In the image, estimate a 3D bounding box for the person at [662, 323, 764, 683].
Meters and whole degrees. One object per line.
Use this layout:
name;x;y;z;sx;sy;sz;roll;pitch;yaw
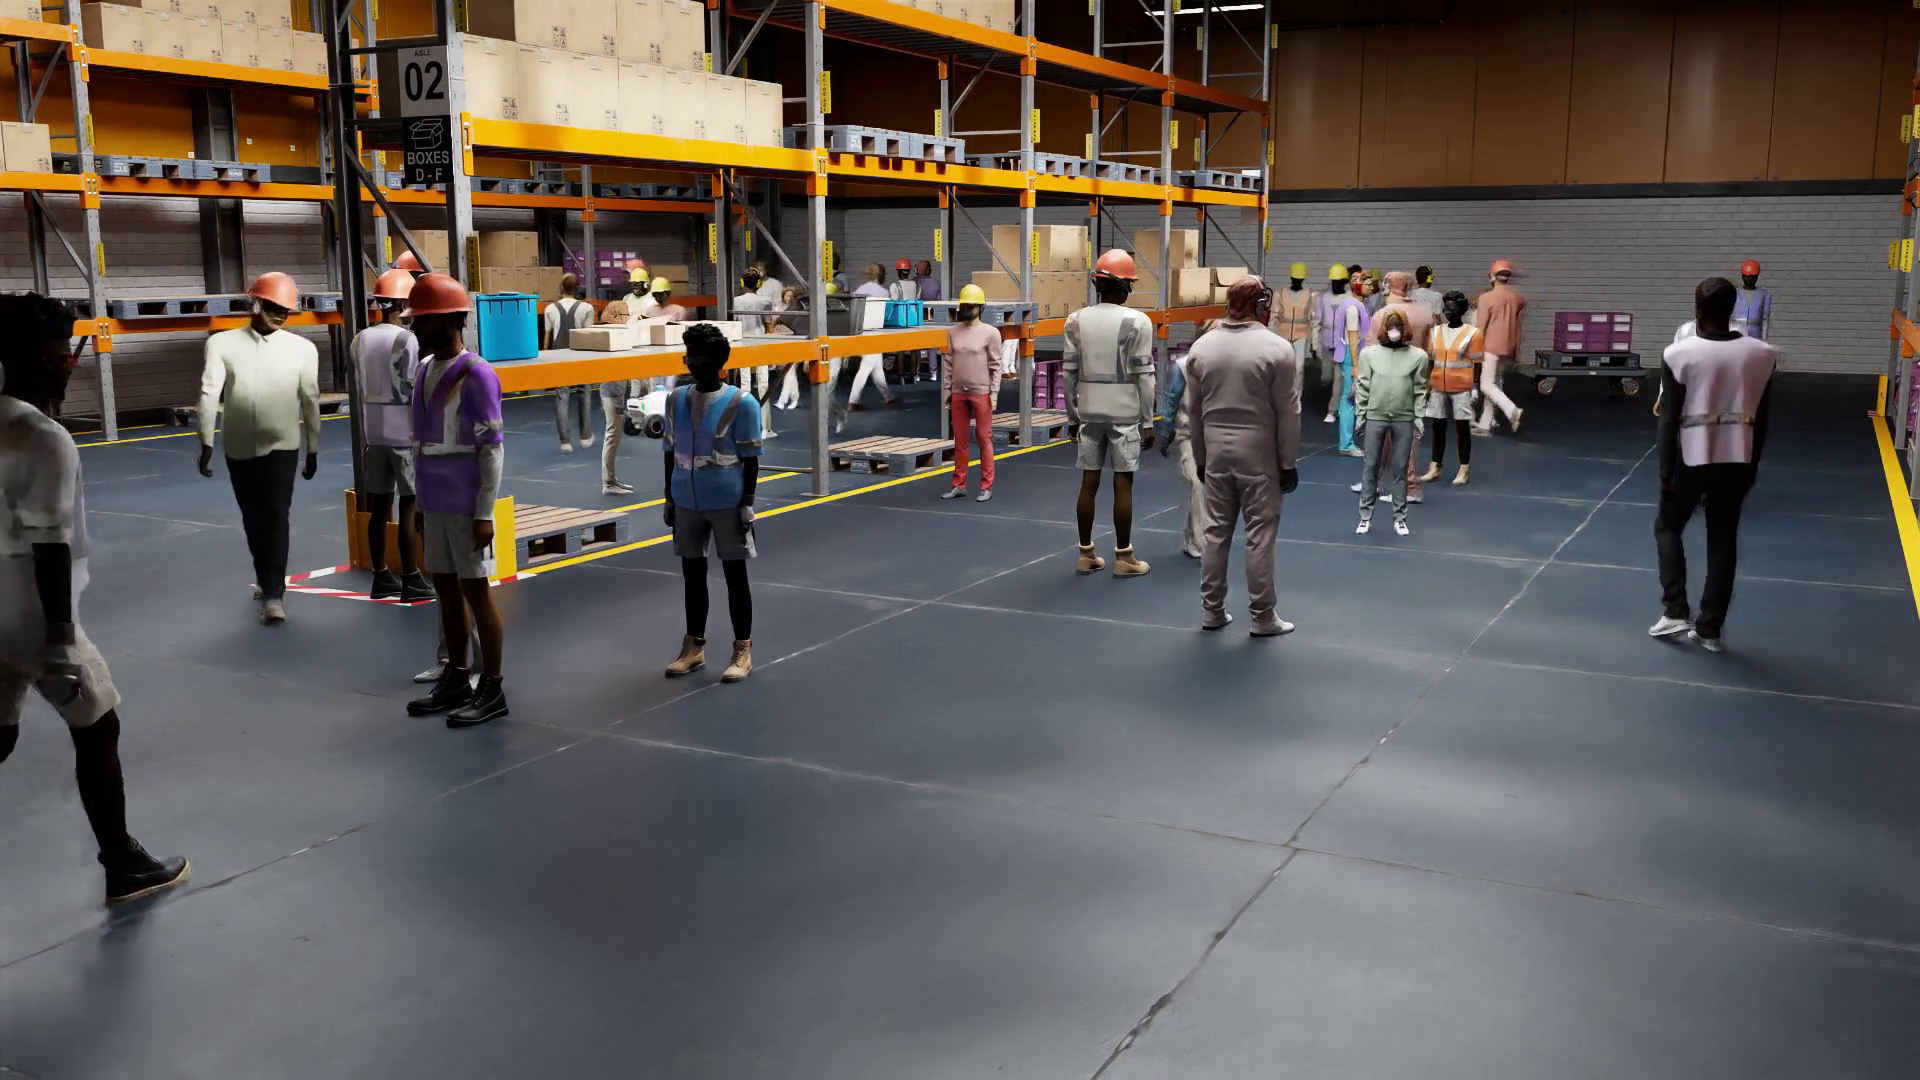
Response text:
person;-1.181;-0.174;7.877;0.535;1.697;0.318;4;11;22

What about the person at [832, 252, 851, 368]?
person;-2.211;-4.033;29.224;0.688;2.000;0.536;3;10;16

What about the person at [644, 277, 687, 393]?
person;-3.354;-2.067;18.688;0.555;1.734;0.762;3;10;15

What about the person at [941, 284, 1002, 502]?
person;0.092;-1.195;13.578;0.523;1.772;0.307;6;11;30

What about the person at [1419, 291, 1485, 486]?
person;4.293;-1.319;14.506;0.538;1.695;0.319;9;13;43

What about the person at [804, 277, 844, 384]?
person;-2.093;-3.382;25.749;0.635;1.937;0.352;-1;10;-8

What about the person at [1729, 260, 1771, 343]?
person;9.626;-2.458;20.399;0.542;1.939;0.369;3;10;15

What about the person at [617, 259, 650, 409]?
person;-4.213;-2.661;21.598;1.002;1.935;0.591;-5;11;-28

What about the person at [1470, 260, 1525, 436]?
person;5.903;-2.067;18.107;0.620;1.953;0.820;-4;11;-24

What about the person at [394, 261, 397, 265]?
person;-6.746;-2.465;20.421;0.402;1.944;0.605;-2;10;-10

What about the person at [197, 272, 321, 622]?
person;-3.934;-0.543;9.393;0.639;1.920;1.079;-3;10;-17

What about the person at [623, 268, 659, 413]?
person;-3.994;-2.495;20.916;0.591;1.833;0.404;3;10;18

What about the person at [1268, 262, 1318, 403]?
person;4.250;-2.599;21.324;0.635;1.893;0.682;3;10;18

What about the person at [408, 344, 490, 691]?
person;-2.351;-0.118;7.711;0.523;1.642;0.306;8;13;39

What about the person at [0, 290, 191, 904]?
person;-2.855;0.230;4.918;0.656;1.923;0.917;7;12;35

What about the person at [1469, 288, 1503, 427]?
person;6.095;-2.102;19.279;0.519;1.616;0.511;-5;11;-25

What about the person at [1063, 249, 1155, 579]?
person;0.946;-0.780;10.385;0.615;2.041;0.376;6;12;32

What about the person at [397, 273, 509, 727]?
person;-2.190;-0.168;7.146;0.551;1.936;0.355;8;13;40

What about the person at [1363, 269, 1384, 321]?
person;6.013;-3.030;24.186;0.595;1.787;0.641;4;10;20

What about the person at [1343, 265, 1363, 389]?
person;5.797;-3.169;24.789;0.547;1.842;0.433;9;14;43

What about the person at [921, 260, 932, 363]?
person;-0.674;-4.217;30.738;0.338;1.882;0.582;-3;10;-19

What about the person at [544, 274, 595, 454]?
person;-3.966;-1.814;17.042;0.563;1.803;0.847;0;10;-2

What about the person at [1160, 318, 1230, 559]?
person;1.616;-0.627;10.756;0.529;1.591;0.809;-3;10;-17

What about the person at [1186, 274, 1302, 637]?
person;1.517;-0.442;8.816;0.643;1.911;0.411;8;12;38

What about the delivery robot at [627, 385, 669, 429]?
delivery robot;-3.316;-1.466;18.387;0.477;0.478;0.707;9;13;43

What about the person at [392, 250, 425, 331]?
person;-4.735;-1.492;14.508;0.606;2.044;0.373;9;14;43

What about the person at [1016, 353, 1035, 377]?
person;1.126;-3.583;27.405;0.650;1.781;0.977;-5;11;-28

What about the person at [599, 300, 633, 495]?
person;-2.889;-1.191;13.982;0.285;1.629;0.498;-2;10;-13

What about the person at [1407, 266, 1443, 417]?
person;5.714;-2.459;20.623;0.514;1.865;0.327;4;11;22

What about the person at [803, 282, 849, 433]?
person;-1.421;-1.973;18.246;0.488;1.711;0.783;4;11;24

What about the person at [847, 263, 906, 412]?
person;-1.090;-2.590;21.295;1.005;1.889;0.651;-8;13;-39

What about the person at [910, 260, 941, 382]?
person;-0.603;-3.437;26.161;0.651;1.906;0.401;-3;10;-19

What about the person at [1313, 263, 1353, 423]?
person;4.555;-2.375;20.025;0.599;1.903;0.795;6;12;33

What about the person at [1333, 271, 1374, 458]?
person;3.912;-1.748;16.551;0.388;1.847;0.563;3;10;14

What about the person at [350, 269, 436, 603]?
person;-3.251;-0.598;9.667;0.544;1.931;0.387;5;11;27

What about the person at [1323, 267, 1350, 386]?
person;5.798;-3.233;25.236;0.574;1.817;0.620;2;10;11

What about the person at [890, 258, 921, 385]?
person;-0.859;-3.349;25.560;0.547;1.938;0.359;-7;12;-36

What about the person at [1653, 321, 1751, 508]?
person;5.762;-1.103;12.979;0.913;1.781;0.608;-7;12;-36

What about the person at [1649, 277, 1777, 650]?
person;3.848;-0.391;8.563;0.590;1.900;0.521;1;10;4

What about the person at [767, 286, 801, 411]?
person;-2.236;-2.434;21.246;0.539;1.589;0.870;5;11;26

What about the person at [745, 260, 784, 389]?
person;-2.908;-3.232;24.922;0.641;1.927;0.650;3;10;18

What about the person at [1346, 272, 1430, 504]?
person;3.453;-1.245;13.590;0.845;1.858;0.660;9;13;43

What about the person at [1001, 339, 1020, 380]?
person;0.818;-3.501;26.596;0.344;1.883;0.584;5;11;25

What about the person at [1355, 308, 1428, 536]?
person;3.087;-0.844;11.936;0.499;1.634;0.279;2;10;13

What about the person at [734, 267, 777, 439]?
person;-2.248;-2.028;18.104;0.519;1.874;0.327;1;10;6
